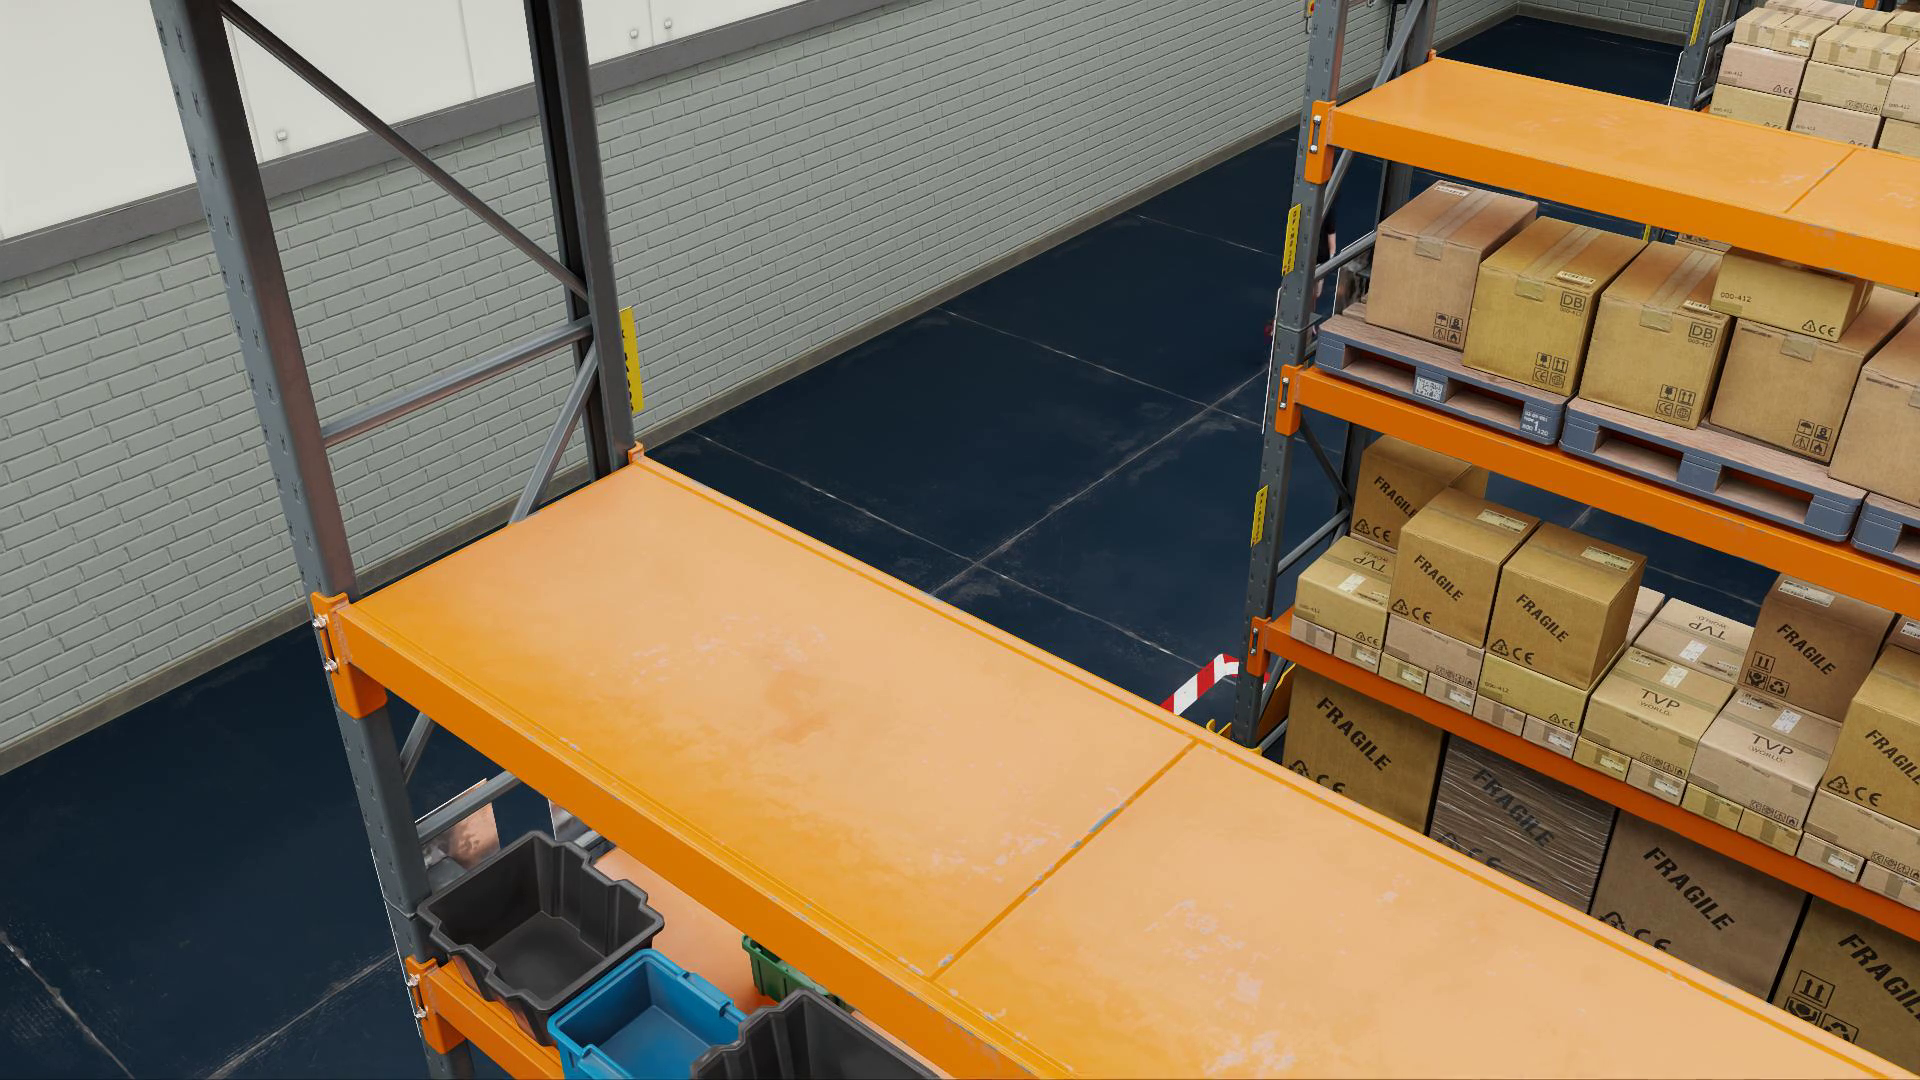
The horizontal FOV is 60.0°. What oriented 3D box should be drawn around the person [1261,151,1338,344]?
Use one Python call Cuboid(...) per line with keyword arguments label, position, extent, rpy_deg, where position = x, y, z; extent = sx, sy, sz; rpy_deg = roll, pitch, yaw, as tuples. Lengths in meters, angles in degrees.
Cuboid(label="person", position=(2.894, -2.411, 13.976), extent=(0.863, 1.784, 1.024), rpy_deg=(-21, 38, -28))
